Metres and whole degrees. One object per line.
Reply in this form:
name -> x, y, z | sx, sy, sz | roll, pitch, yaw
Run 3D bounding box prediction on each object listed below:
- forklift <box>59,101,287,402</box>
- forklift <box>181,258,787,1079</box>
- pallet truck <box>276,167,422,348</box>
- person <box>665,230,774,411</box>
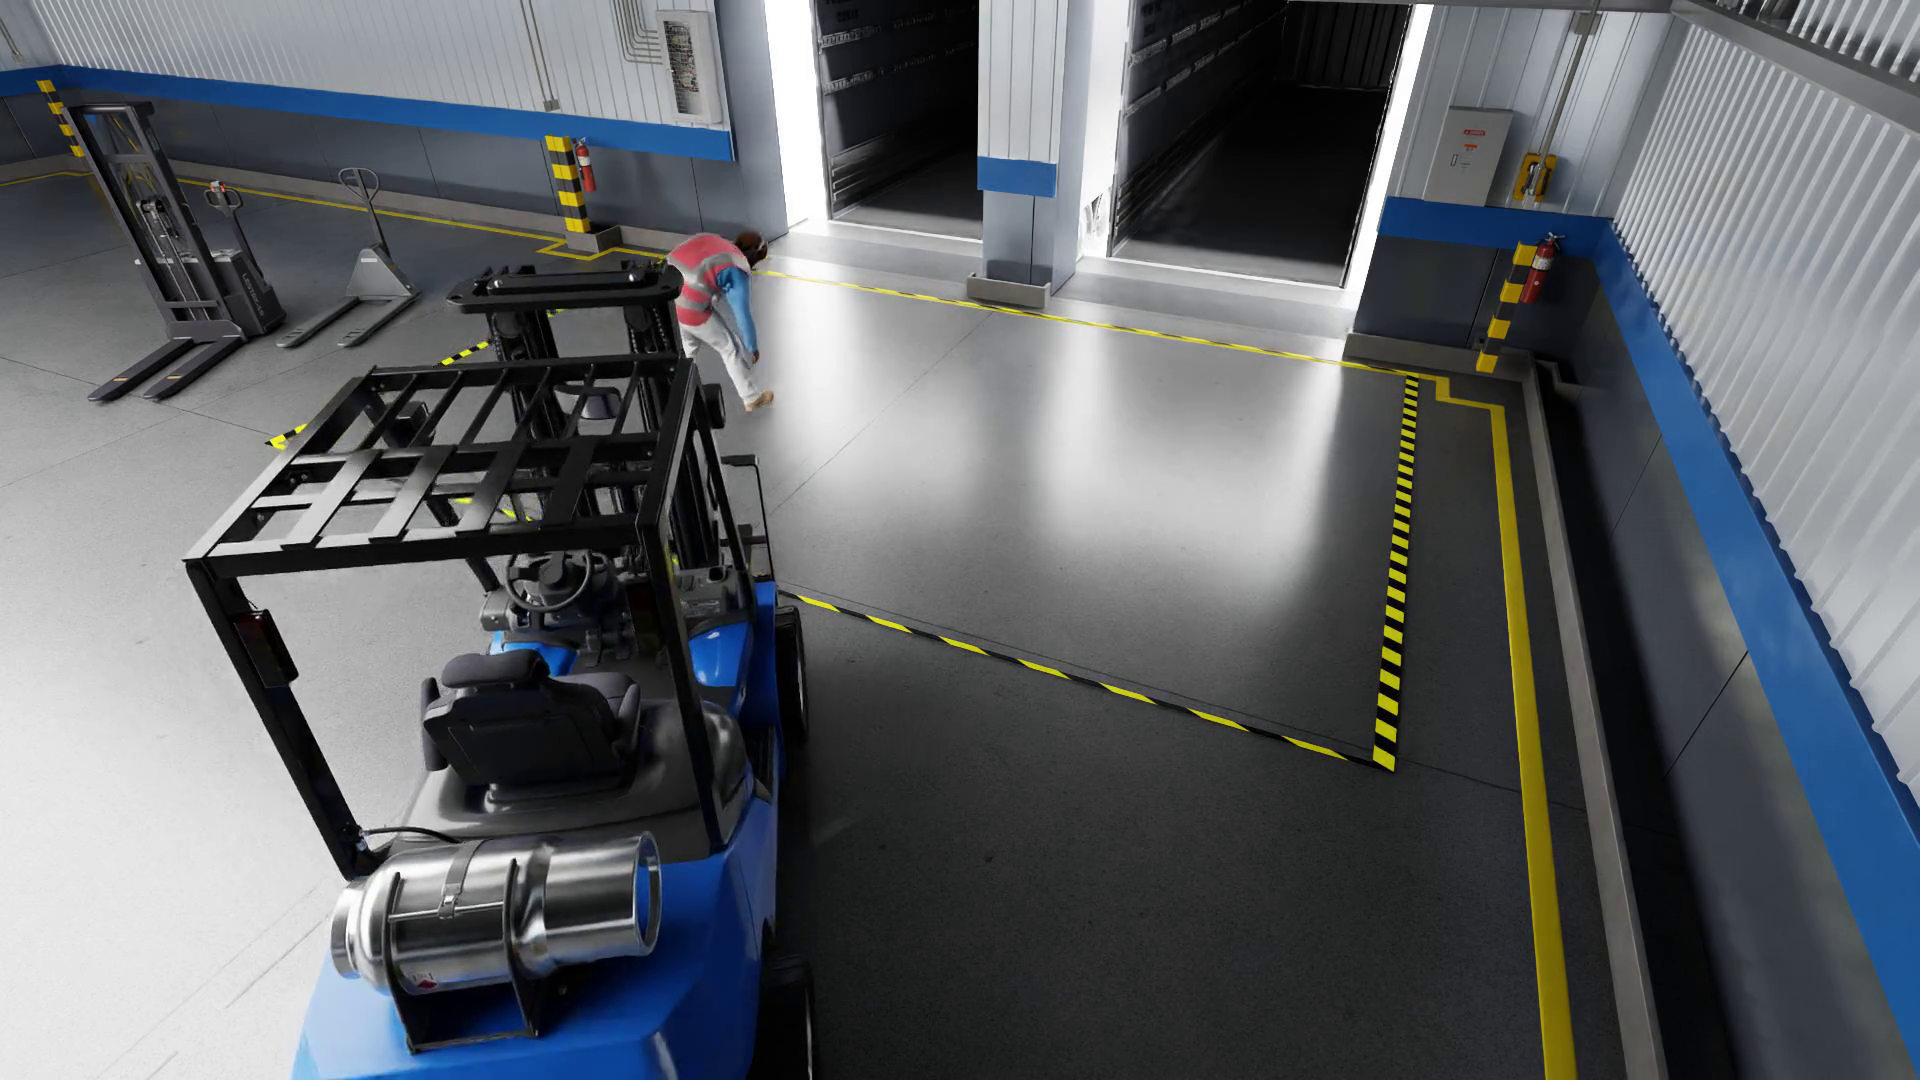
forklift -> -6.686, -2.387, 7.434 | 0.823, 1.965, 1.885 | -3, 35, -5
forklift -> -1.272, 0.449, 3.068 | 1.157, 2.036, 2.680 | -5, 35, -7
pallet truck -> -5.732, -2.611, 8.414 | 0.680, 1.201, 1.601 | -1, 35, -1
person -> -1.869, -1.646, 6.992 | 0.886, 1.326, 0.901 | 20, 40, 26
